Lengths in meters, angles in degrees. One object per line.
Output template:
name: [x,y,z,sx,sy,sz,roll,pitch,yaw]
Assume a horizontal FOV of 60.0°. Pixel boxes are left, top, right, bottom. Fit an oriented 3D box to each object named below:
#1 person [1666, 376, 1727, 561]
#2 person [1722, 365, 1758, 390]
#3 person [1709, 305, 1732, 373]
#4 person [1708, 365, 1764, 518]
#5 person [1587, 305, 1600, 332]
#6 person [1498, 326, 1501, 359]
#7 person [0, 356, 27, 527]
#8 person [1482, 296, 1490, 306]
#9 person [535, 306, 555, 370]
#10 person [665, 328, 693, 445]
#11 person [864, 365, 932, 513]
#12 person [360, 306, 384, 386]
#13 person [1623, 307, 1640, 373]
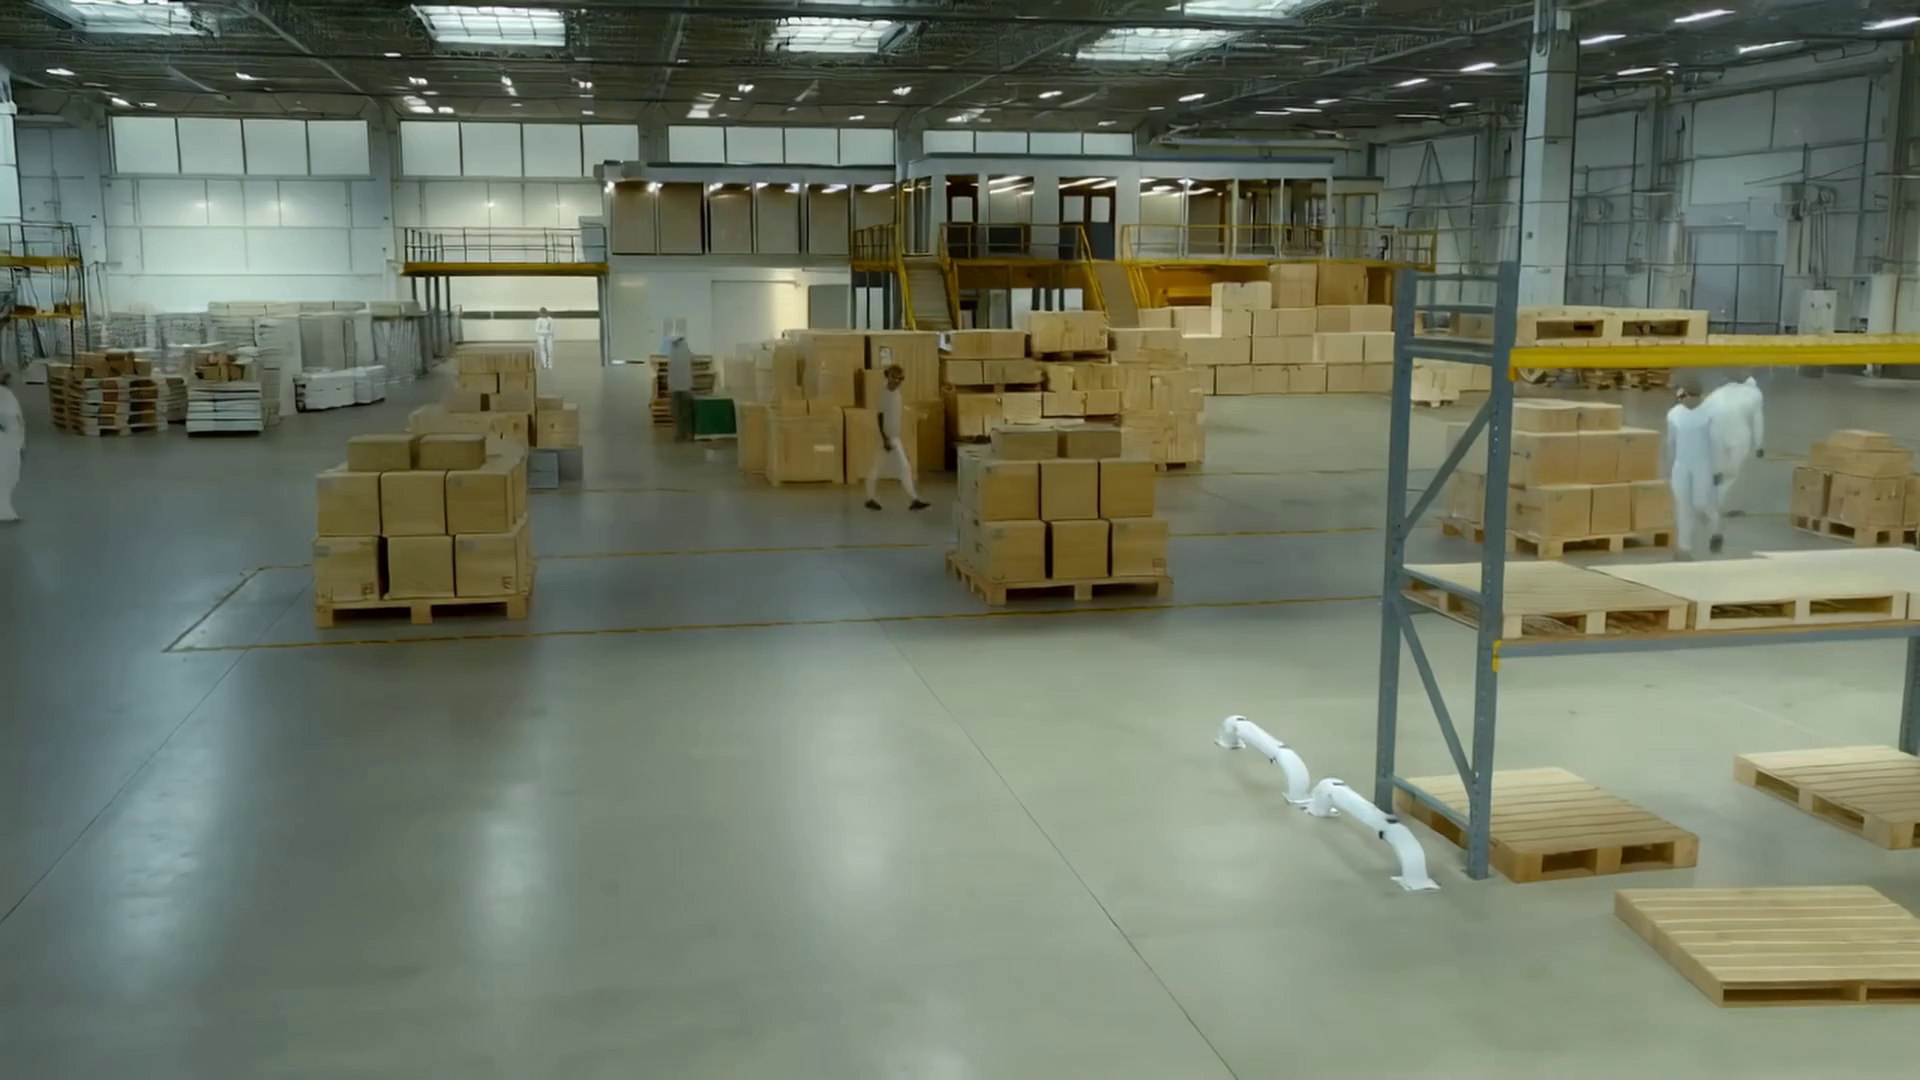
person: [7.610,-0.744,17.146,0.686,1.904,0.648,-7,12,-38]
person: [11.377,-1.825,24.305,0.493,1.722,0.740,5,10,27]
person: [21.584,-5.702,47.211,0.603,1.949,0.397,8,12,41]
person: [9.090,-1.150,19.631,0.954,1.905,0.631,-6,11,-33]
person: [18.054,-5.684,47.134,0.547,1.938,0.379,1,9,6]
person: [16.966,-6.469,52.293,0.632,1.819,0.719,6,11,33]
person: [-11.033,-1.111,18.949,0.698,2.000,0.808,3,10,20]
person: [18.313,-7.517,58.125,0.622,1.996,0.368,0,9,1]
person: [-12.155,-5.910,48.682,0.574,1.883,0.355,0,9,2]
person: [-4.743,-2.582,28.091,0.431,1.977,0.642,4,10,24]
person: [-0.816,-1.231,20.369,0.988,1.818,0.517,8,12,39]
person: [-14.823,-4.892,42.019,0.606,2.034,0.397,4,10,25]
person: [18.639,-5.556,46.463,0.599,1.905,0.708,-9,13,-44]
